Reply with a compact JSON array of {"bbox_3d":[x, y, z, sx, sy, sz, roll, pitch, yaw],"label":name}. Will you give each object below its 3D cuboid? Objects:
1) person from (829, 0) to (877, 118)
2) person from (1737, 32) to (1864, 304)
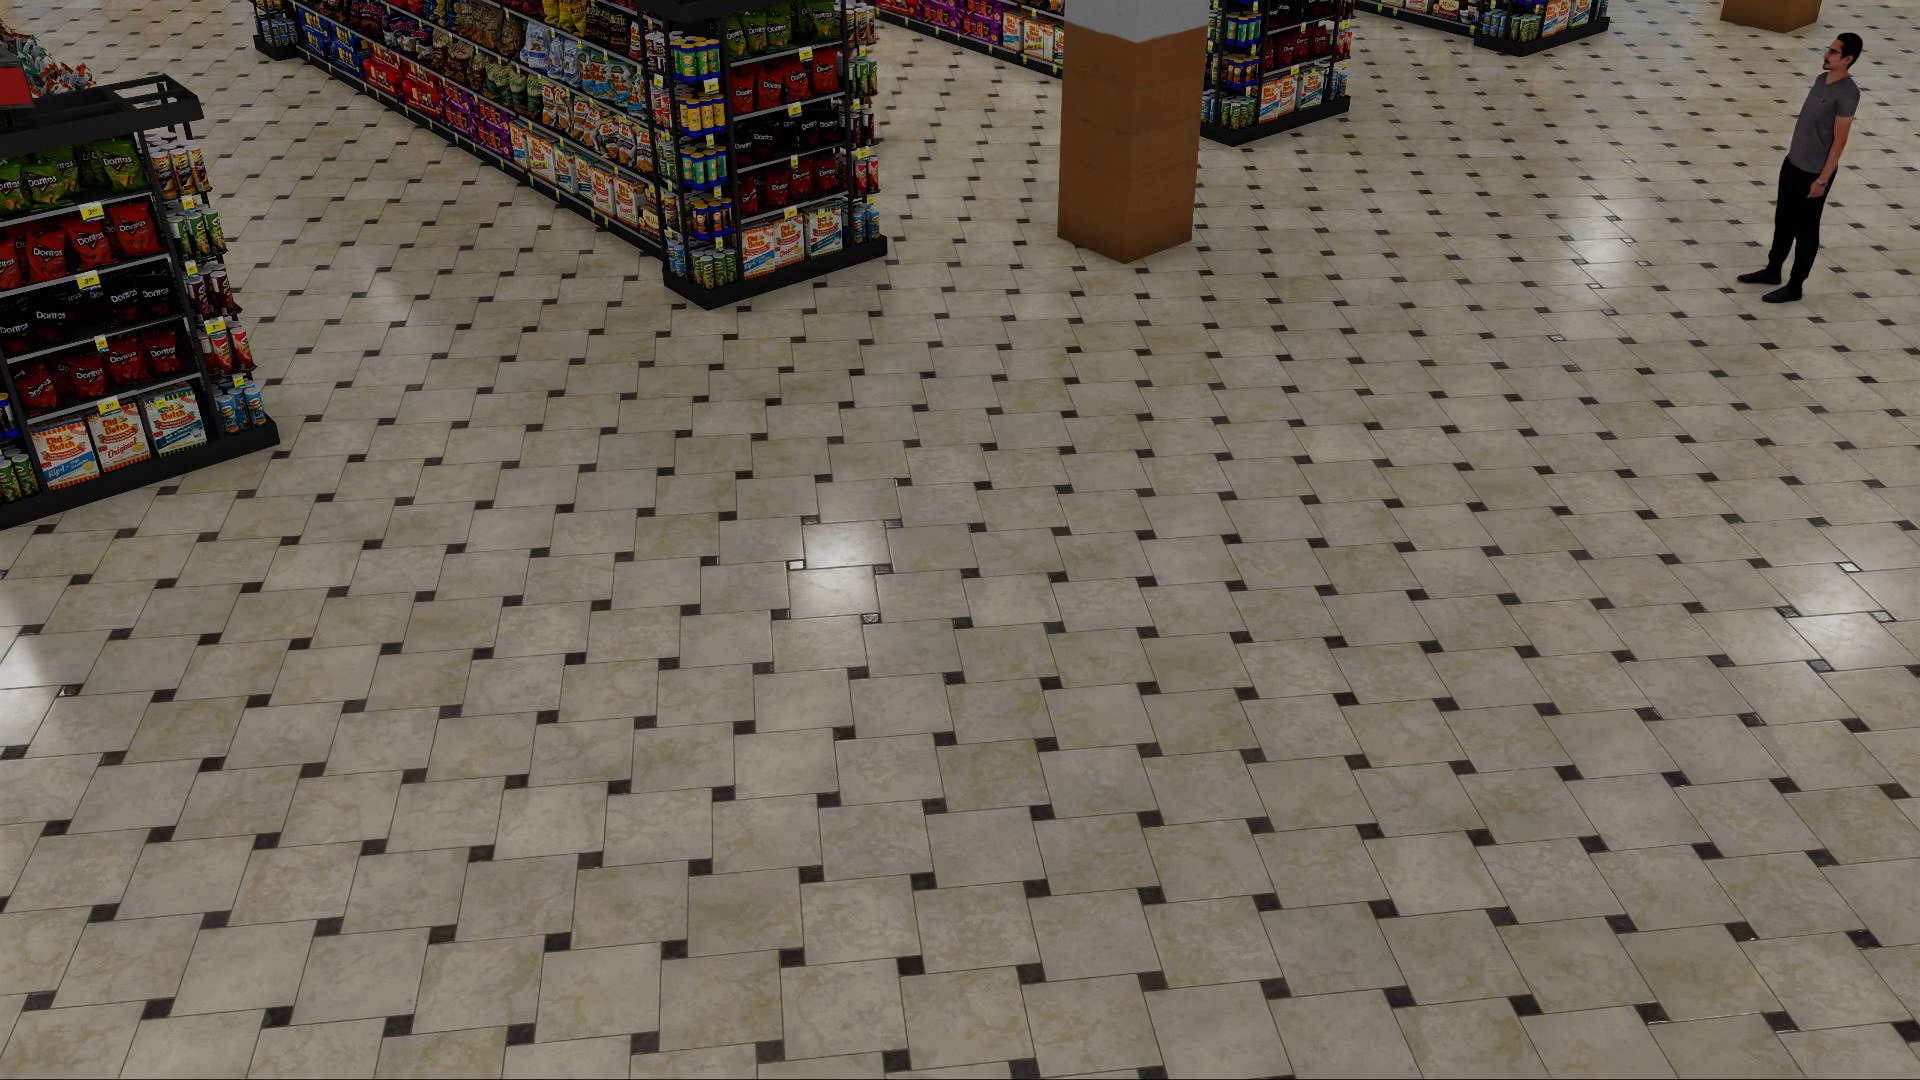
[{"bbox_3d":[-0.926,-4.193,13.645,0.778,1.808,0.755,24,39,33],"label":"person"},{"bbox_3d":[5.572,-2.442,10.882,0.763,1.755,0.672,-2,32,-4],"label":"person"}]
